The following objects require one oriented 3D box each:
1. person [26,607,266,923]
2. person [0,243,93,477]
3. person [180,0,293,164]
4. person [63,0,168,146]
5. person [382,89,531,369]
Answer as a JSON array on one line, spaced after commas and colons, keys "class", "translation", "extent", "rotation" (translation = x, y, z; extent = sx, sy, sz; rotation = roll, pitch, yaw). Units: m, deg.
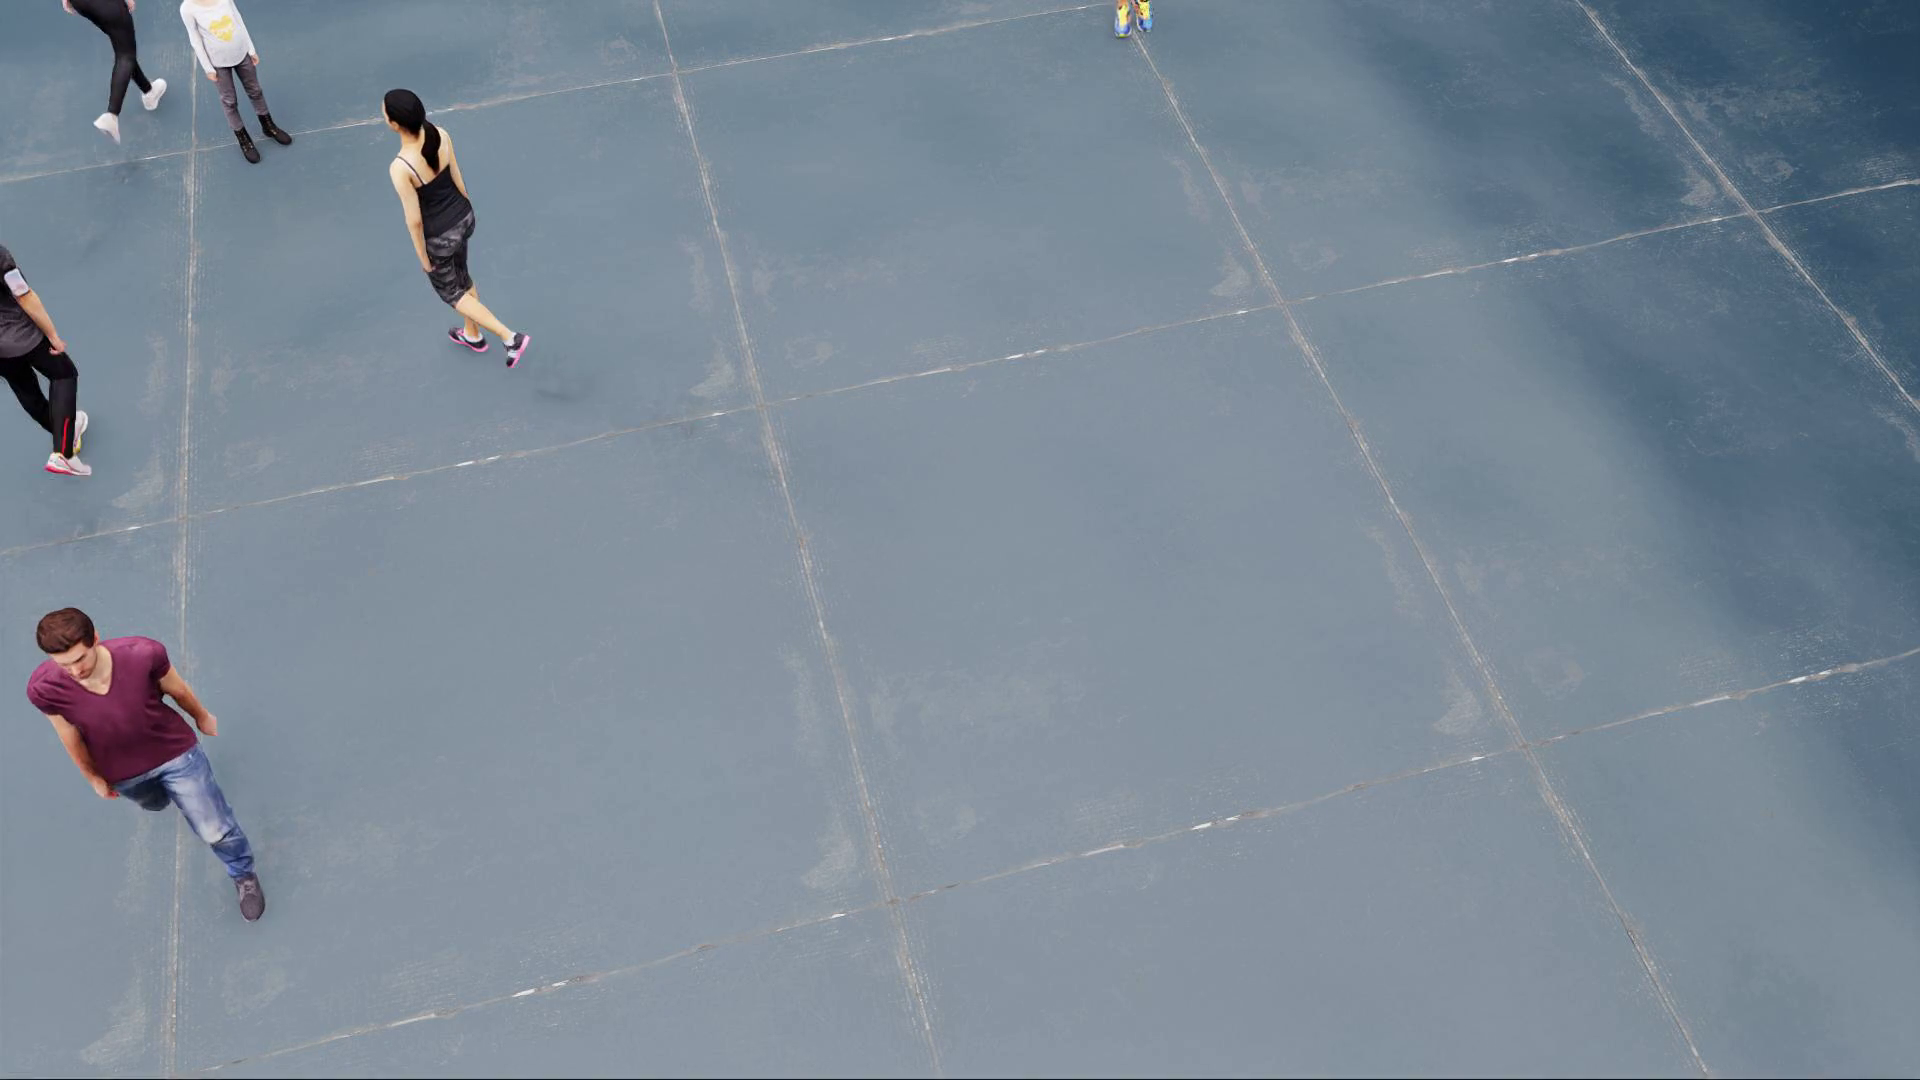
[{"class": "person", "translation": [-3.268, 0.772, 6.654], "extent": [0.693, 1.812, 1.144], "rotation": [-16, 54, -12]}, {"class": "person", "translation": [-4.625, -0.931, 8.011], "extent": [0.733, 1.752, 0.901], "rotation": [-4, 52, -3]}, {"class": "person", "translation": [-4.323, -2.856, 9.801], "extent": [0.623, 1.279, 0.578], "rotation": [36, 60, 24]}, {"class": "person", "translation": [-5.076, -3.102, 9.714], "extent": [0.858, 1.719, 1.107], "rotation": [6, 52, 5]}, {"class": "person", "translation": [-2.557, -1.537, 8.508], "extent": [0.943, 1.709, 0.894], "rotation": [23, 56, 17]}]
